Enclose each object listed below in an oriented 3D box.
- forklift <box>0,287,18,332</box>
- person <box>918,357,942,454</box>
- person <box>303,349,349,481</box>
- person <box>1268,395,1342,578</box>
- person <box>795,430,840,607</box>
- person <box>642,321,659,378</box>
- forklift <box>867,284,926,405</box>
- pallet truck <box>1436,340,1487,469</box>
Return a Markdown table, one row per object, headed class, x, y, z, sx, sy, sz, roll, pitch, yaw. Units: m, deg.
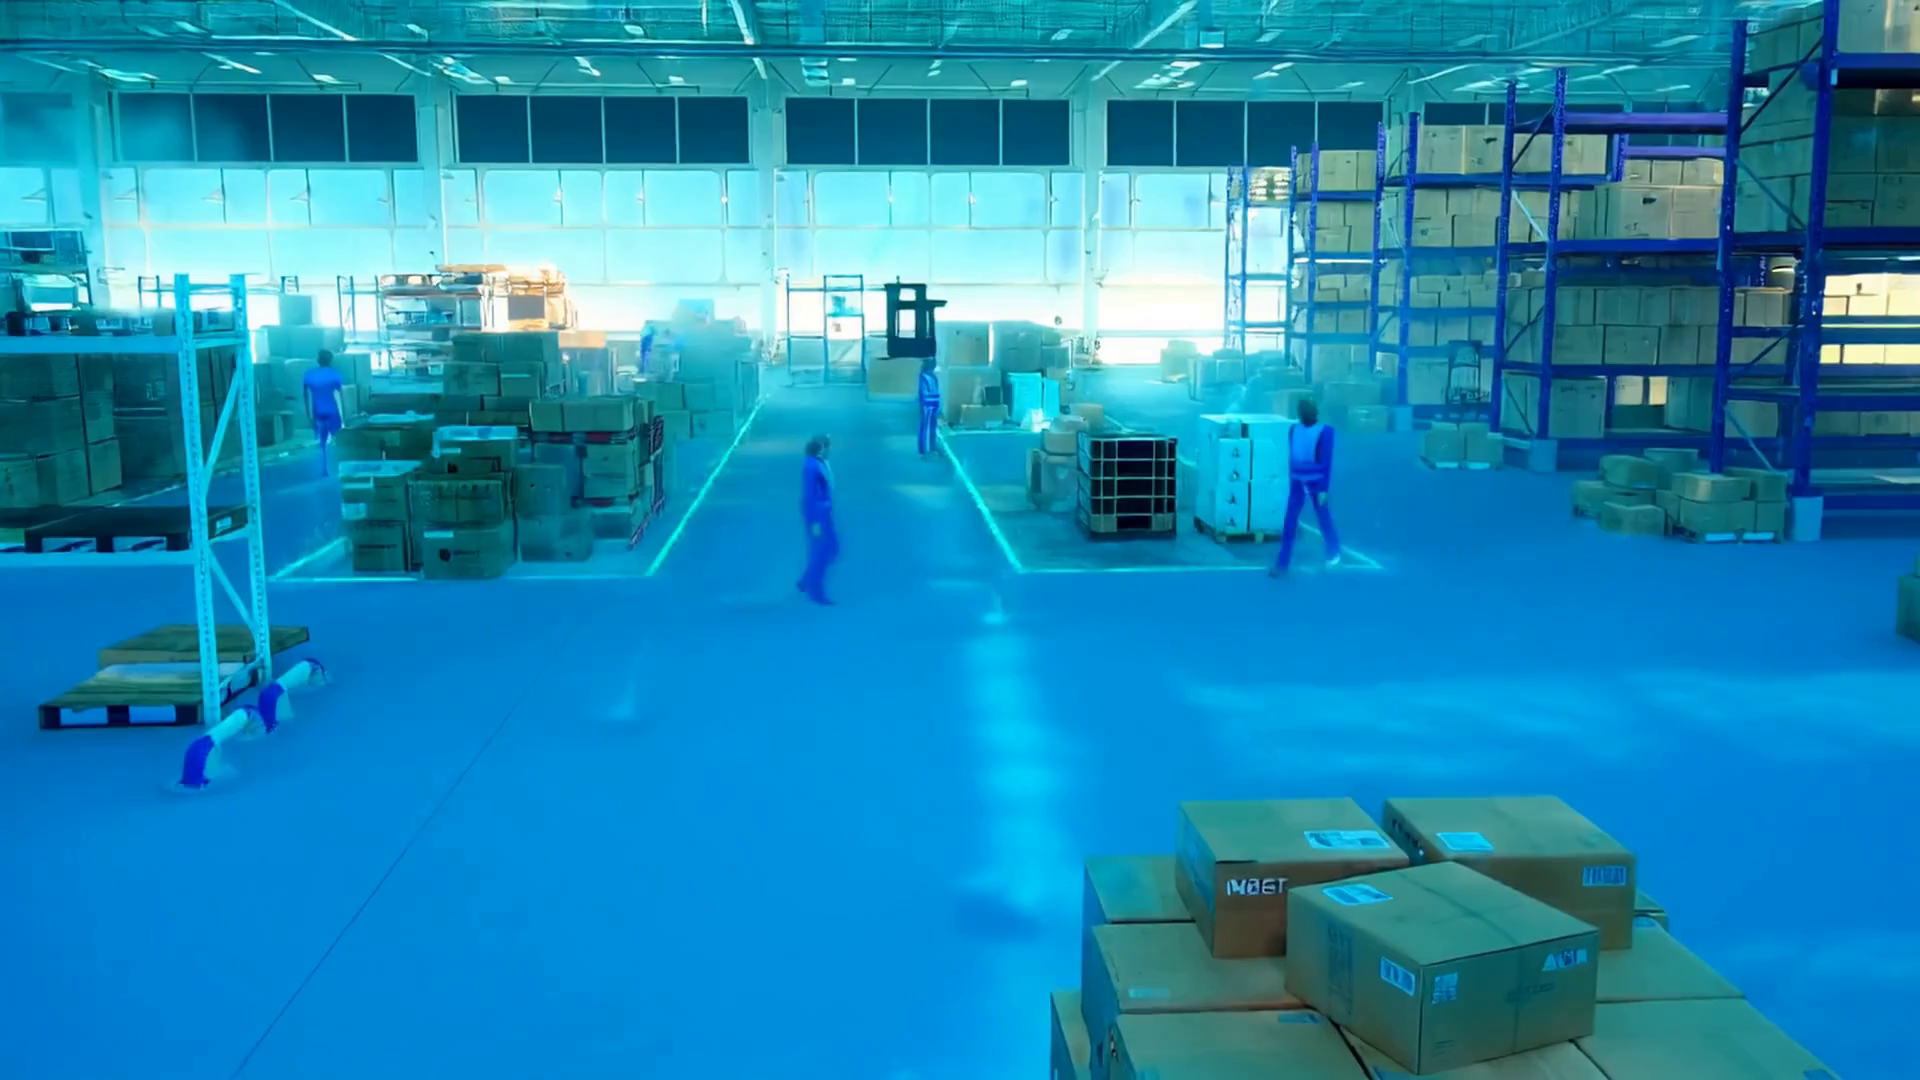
| class | x | y | z | sx | sy | sz | roll | pitch | yaw |
| --- | --- | --- | --- | --- | --- | --- | --- | --- | --- |
| forklift | -16.254 | -2.887 | 28.159 | 1.873 | 2.768 | 1.129 | -1 | 9 | -4 |
| person | -0.511 | -2.273 | 28.184 | 0.306 | 1.639 | 0.524 | 8 | 12 | 42 |
| person | -9.308 | -1.833 | 24.486 | 0.636 | 1.939 | 0.362 | 0 | 9 | 2 |
| person | 3.543 | -0.549 | 16.781 | 0.998 | 1.839 | 0.580 | -9 | 13 | -44 |
| person | -1.282 | -0.192 | 15.162 | 0.365 | 1.624 | 0.534 | 1 | 9 | 9 |
| person | -7.664 | -4.398 | 40.737 | 0.835 | 1.905 | 0.543 | -5 | 10 | -26 |
| forklift | -1.287 | -4.616 | 39.014 | 1.129 | 2.768 | 1.873 | 5 | 10 | 29 |
| pallet truck | 8.004 | -2.170 | 26.422 | 0.823 | 1.965 | 1.885 | 2 | 9 | 14 |
